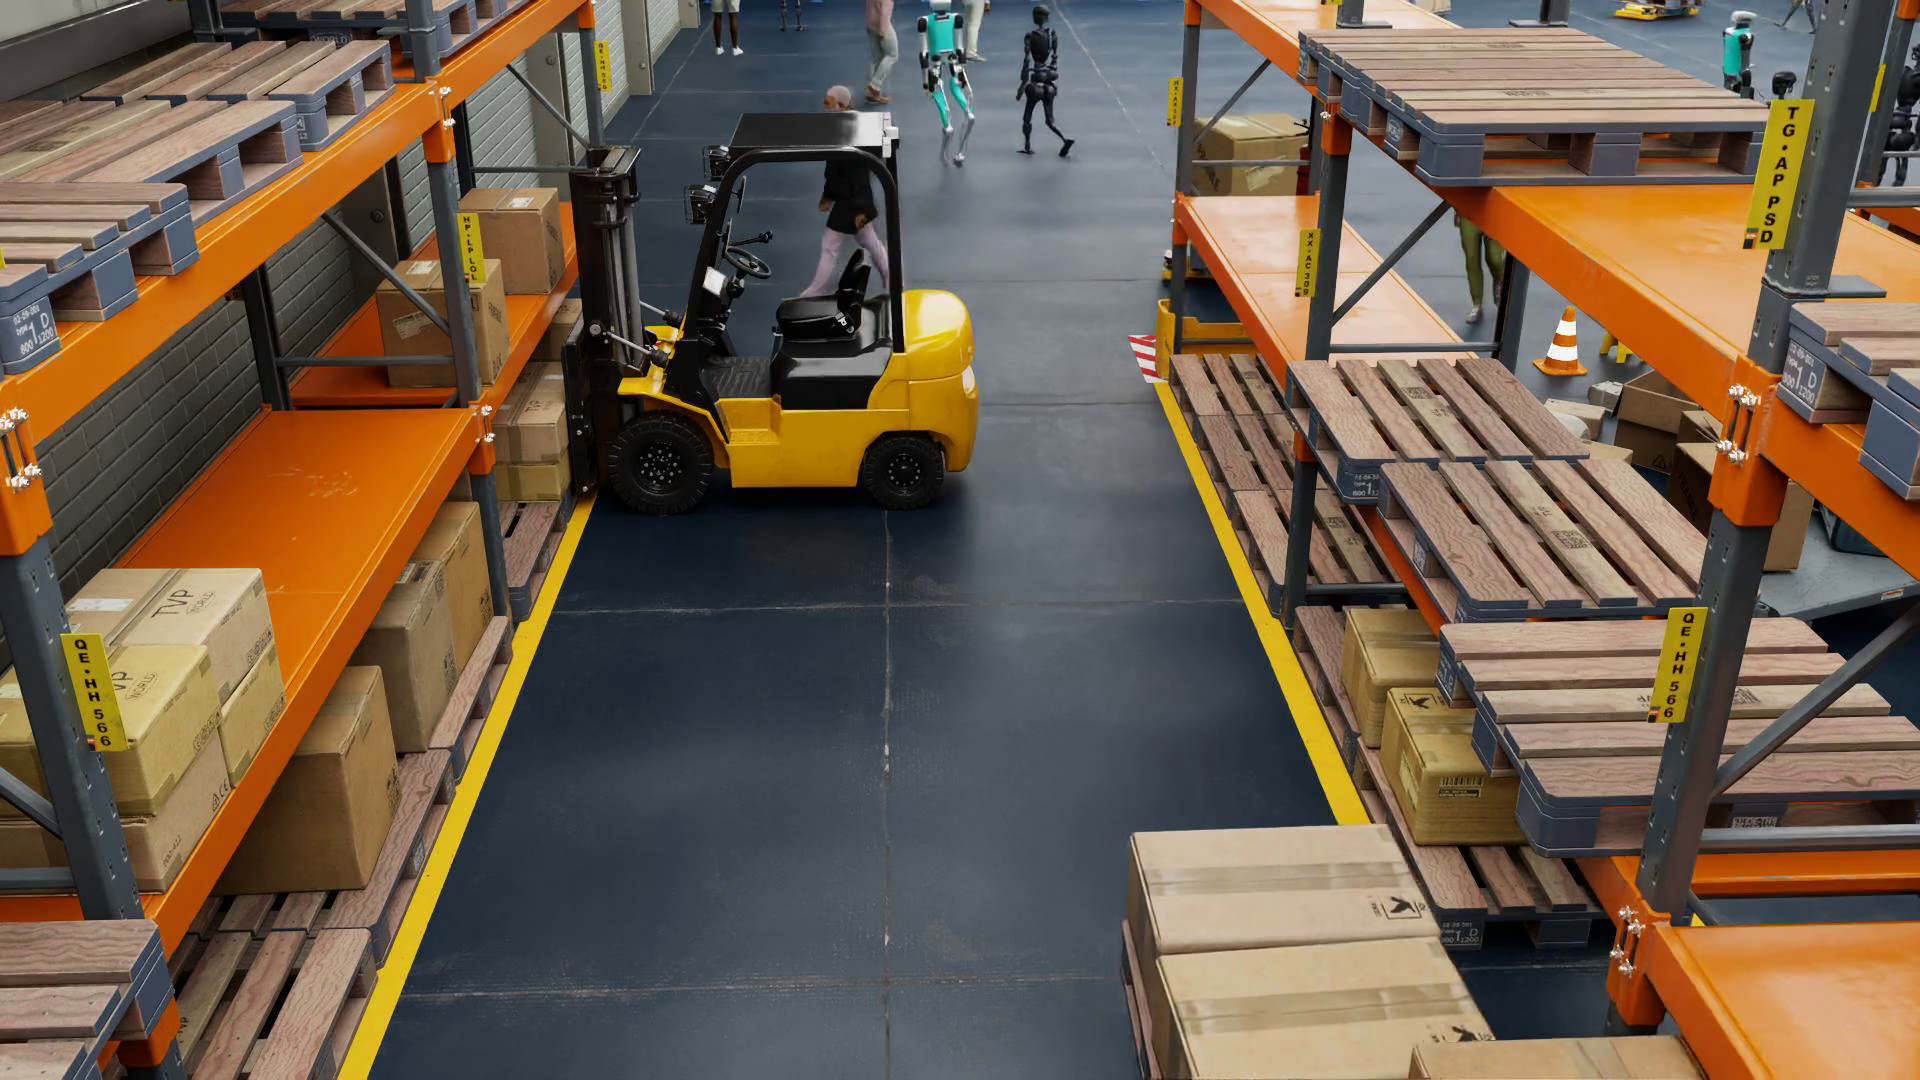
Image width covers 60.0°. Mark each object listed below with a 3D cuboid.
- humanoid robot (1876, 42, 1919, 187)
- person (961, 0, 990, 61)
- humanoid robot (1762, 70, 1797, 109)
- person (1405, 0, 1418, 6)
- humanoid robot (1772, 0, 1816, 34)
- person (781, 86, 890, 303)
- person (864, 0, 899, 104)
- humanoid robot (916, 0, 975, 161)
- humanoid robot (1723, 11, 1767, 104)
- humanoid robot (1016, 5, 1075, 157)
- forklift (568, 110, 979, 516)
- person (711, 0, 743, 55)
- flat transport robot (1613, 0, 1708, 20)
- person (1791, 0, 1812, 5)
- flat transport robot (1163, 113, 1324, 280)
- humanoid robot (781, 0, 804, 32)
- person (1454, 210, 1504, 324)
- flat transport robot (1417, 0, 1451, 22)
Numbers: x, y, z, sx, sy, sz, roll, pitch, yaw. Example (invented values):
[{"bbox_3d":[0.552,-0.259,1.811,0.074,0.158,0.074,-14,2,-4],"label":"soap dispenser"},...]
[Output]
[{"bbox_3d":[9.089,-3.984,16.107,0.383,1.637,0.641,-6,26,-13],"label":"humanoid robot"},{"bbox_3d":[0.236,-7.924,24.382,0.565,1.722,0.538,22,33,38],"label":"person"},{"bbox_3d":[7.124,-3.336,14.763,0.613,1.630,0.749,-11,27,-21],"label":"humanoid robot"},{"bbox_3d":[6.872,-8.487,25.445,0.563,1.837,0.382,-21,33,-38],"label":"person"},{"bbox_3d":[13.617,-9.012,26.788,0.769,1.629,0.596,16,29,30],"label":"humanoid robot"},{"bbox_3d":[-0.918,-2.689,13.205,0.998,1.800,0.536,-2,25,-3],"label":"person"},{"bbox_3d":[-1.006,-6.541,21.258,0.506,1.897,0.662,-12,28,-23],"label":"person"},{"bbox_3d":[-0.107,-4.922,18.061,0.556,1.798,0.820,-9,27,-19],"label":"humanoid robot"},{"bbox_3d":[8.218,-4.536,17.263,0.765,1.842,0.544,0,25,1],"label":"humanoid robot"},{"bbox_3d":[0.933,-5.080,18.454,0.702,1.629,0.609,22,33,38],"label":"humanoid robot"},{"bbox_3d":[-1.043,-1.379,9.976,2.313,2.155,1.214,-1,25,-2],"label":"forklift"},{"bbox_3d":[-3.506,-8.199,24.773,0.554,1.893,0.389,4,26,8],"label":"person"},{"bbox_3d":[12.039,-9.156,28.692,1.431,0.231,0.659,-16,30,-30],"label":"flat transport robot"},{"bbox_3d":[15.144,-10.467,29.590,0.557,1.871,0.746,17,30,32],"label":"person"},{"bbox_3d":[2.492,-2.394,14.373,1.431,0.231,0.659,4,26,9],"label":"flat transport robot"},{"bbox_3d":[-2.786,-9.119,26.952,0.599,1.655,0.315,-1,25,-2],"label":"humanoid robot"},{"bbox_3d":[4.119,-2.574,13.096,0.497,1.674,0.482,13,28,25],"label":"person"},{"bbox_3d":[7.058,-8.226,26.724,0.659,0.231,1.431,22,33,39],"label":"flat transport robot"}]
